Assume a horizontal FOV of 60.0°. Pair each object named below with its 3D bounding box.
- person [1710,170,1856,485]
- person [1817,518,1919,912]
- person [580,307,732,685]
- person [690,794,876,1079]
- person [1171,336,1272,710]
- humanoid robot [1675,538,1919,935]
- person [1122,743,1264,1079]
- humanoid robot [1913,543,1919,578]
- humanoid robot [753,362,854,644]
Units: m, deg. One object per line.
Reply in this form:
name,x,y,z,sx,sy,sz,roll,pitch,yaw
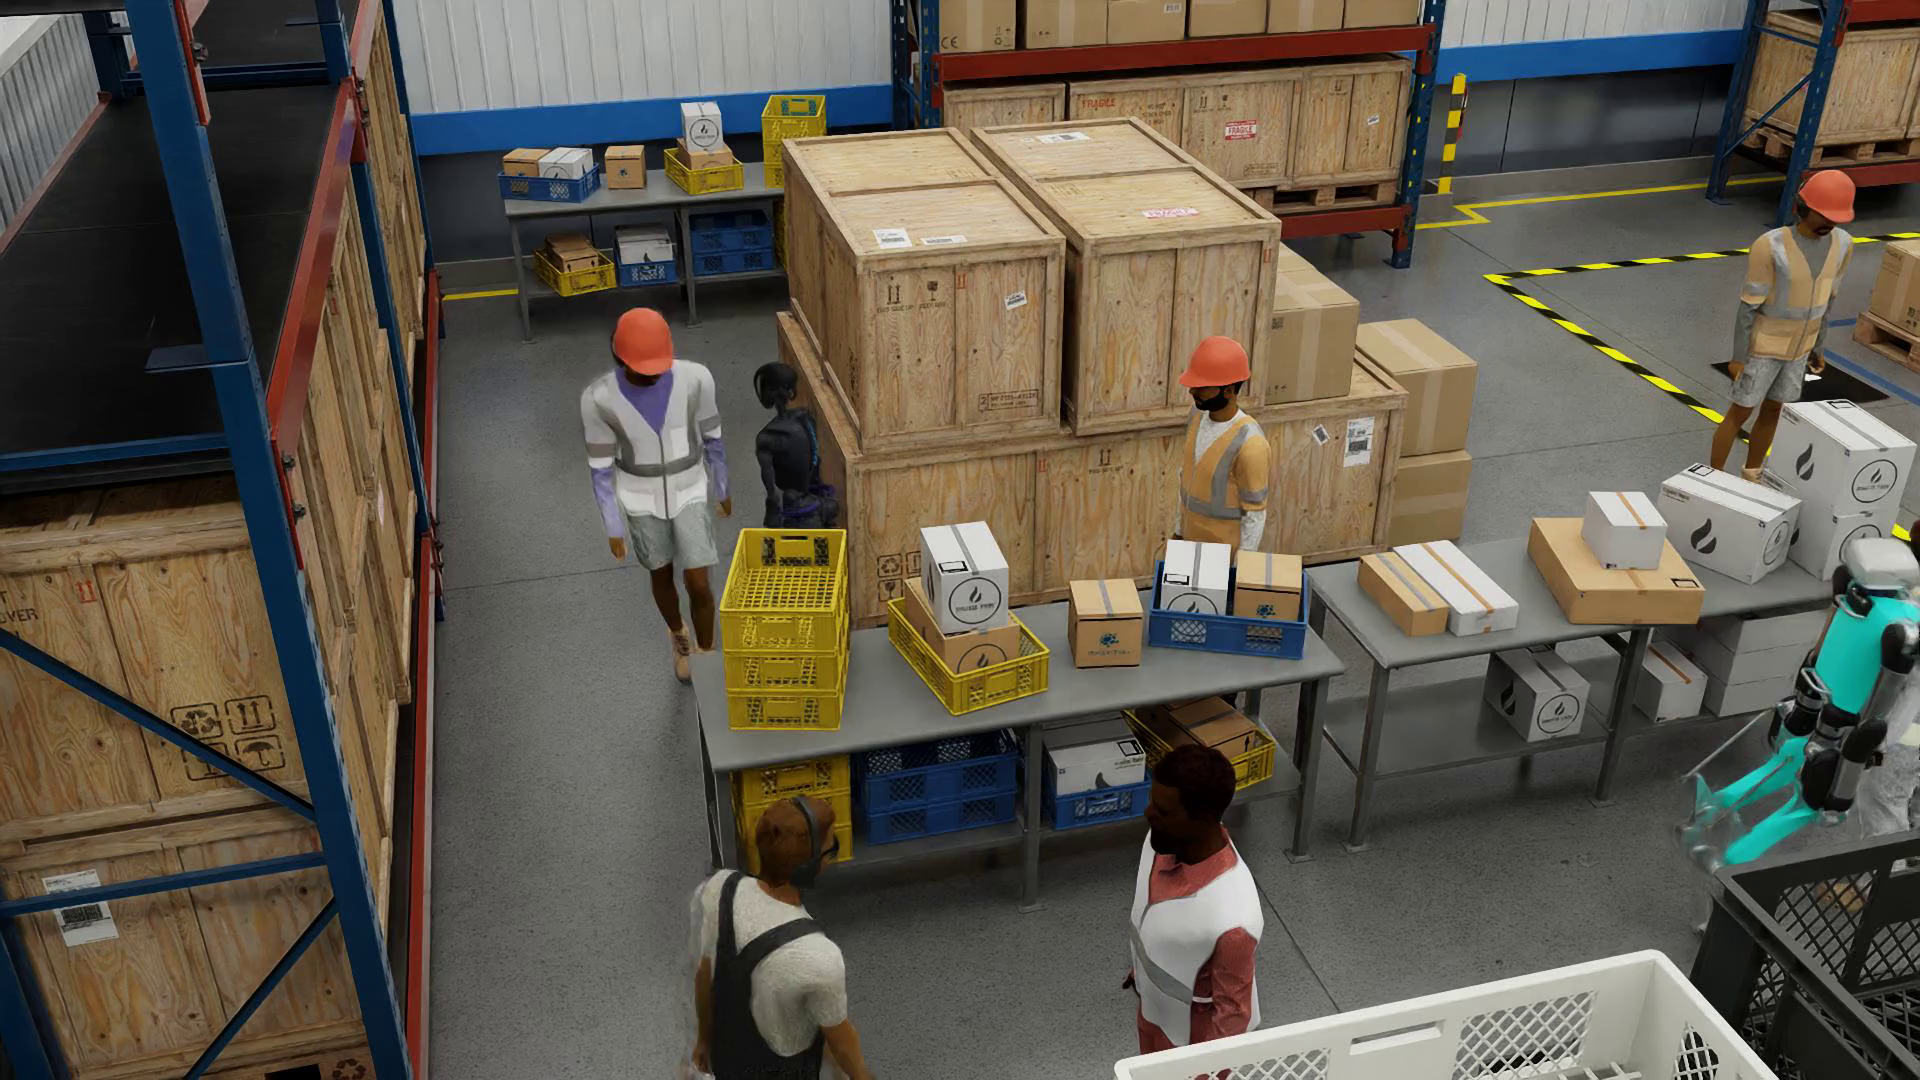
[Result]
person,4.570,-1.065,9.226,0.607,2.031,0.406,-7,30,-12
person,3.669,0.653,6.345,0.727,1.803,0.462,-24,37,-36
person,-1.345,-0.140,7.581,0.635,1.992,0.719,-7,30,-13
person,-0.458,1.476,4.831,0.725,1.812,0.518,-23,37,-36
person,1.100,0.006,7.378,0.372,1.934,0.550,-12,31,-21
humanoid robot,2.974,0.823,6.131,0.691,1.822,0.533,2,29,3
person,0.659,1.393,4.879,0.390,1.920,0.587,-7,30,-12
humanoid robot,4.374,0.286,7.169,0.532,1.864,0.778,23,36,36
humanoid robot,-0.734,-0.042,7.785,0.771,1.619,0.597,9,30,16
